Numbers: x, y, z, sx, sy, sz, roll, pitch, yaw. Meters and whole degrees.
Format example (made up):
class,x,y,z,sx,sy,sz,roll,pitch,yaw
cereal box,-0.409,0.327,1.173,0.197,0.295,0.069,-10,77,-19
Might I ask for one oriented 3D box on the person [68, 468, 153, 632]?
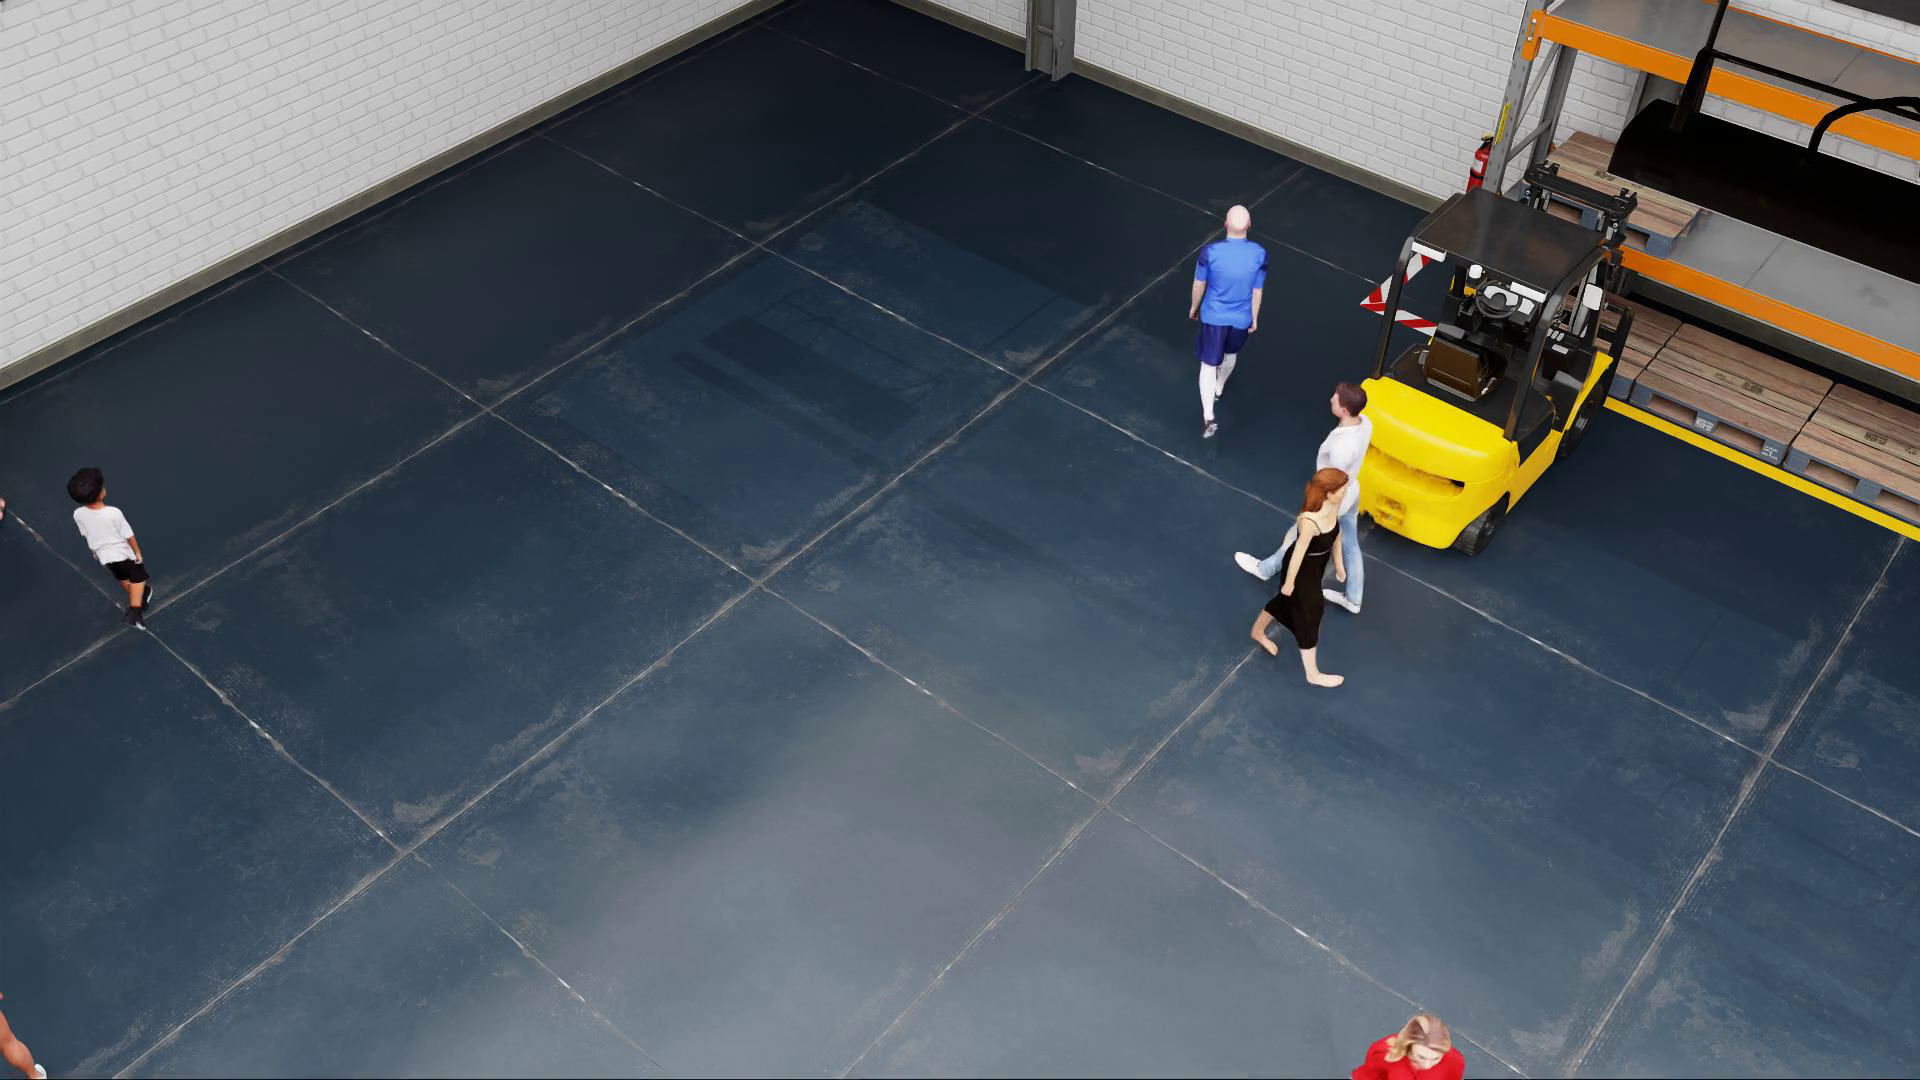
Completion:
class,x,y,z,sx,sy,sz,roll,pitch,yaw
person,-5.599,0.089,10.981,0.749,1.247,0.805,-3,44,-3

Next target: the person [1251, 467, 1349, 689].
class,x,y,z,sx,sy,sz,roll,pitch,yaw
person,2.138,0.146,10.674,0.960,1.587,0.650,29,50,27

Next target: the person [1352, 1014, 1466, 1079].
class,x,y,z,sx,sy,sz,roll,pitch,yaw
person,2.093,2.638,7.994,0.910,1.676,0.949,0,44,0

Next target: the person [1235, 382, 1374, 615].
class,x,y,z,sx,sy,sz,roll,pitch,yaw
person,2.542,-0.211,10.892,1.157,1.804,0.766,25,49,24

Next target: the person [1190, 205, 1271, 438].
class,x,y,z,sx,sy,sz,roll,pitch,yaw
person,1.977,-1.596,12.340,1.202,1.812,1.192,1,44,1
